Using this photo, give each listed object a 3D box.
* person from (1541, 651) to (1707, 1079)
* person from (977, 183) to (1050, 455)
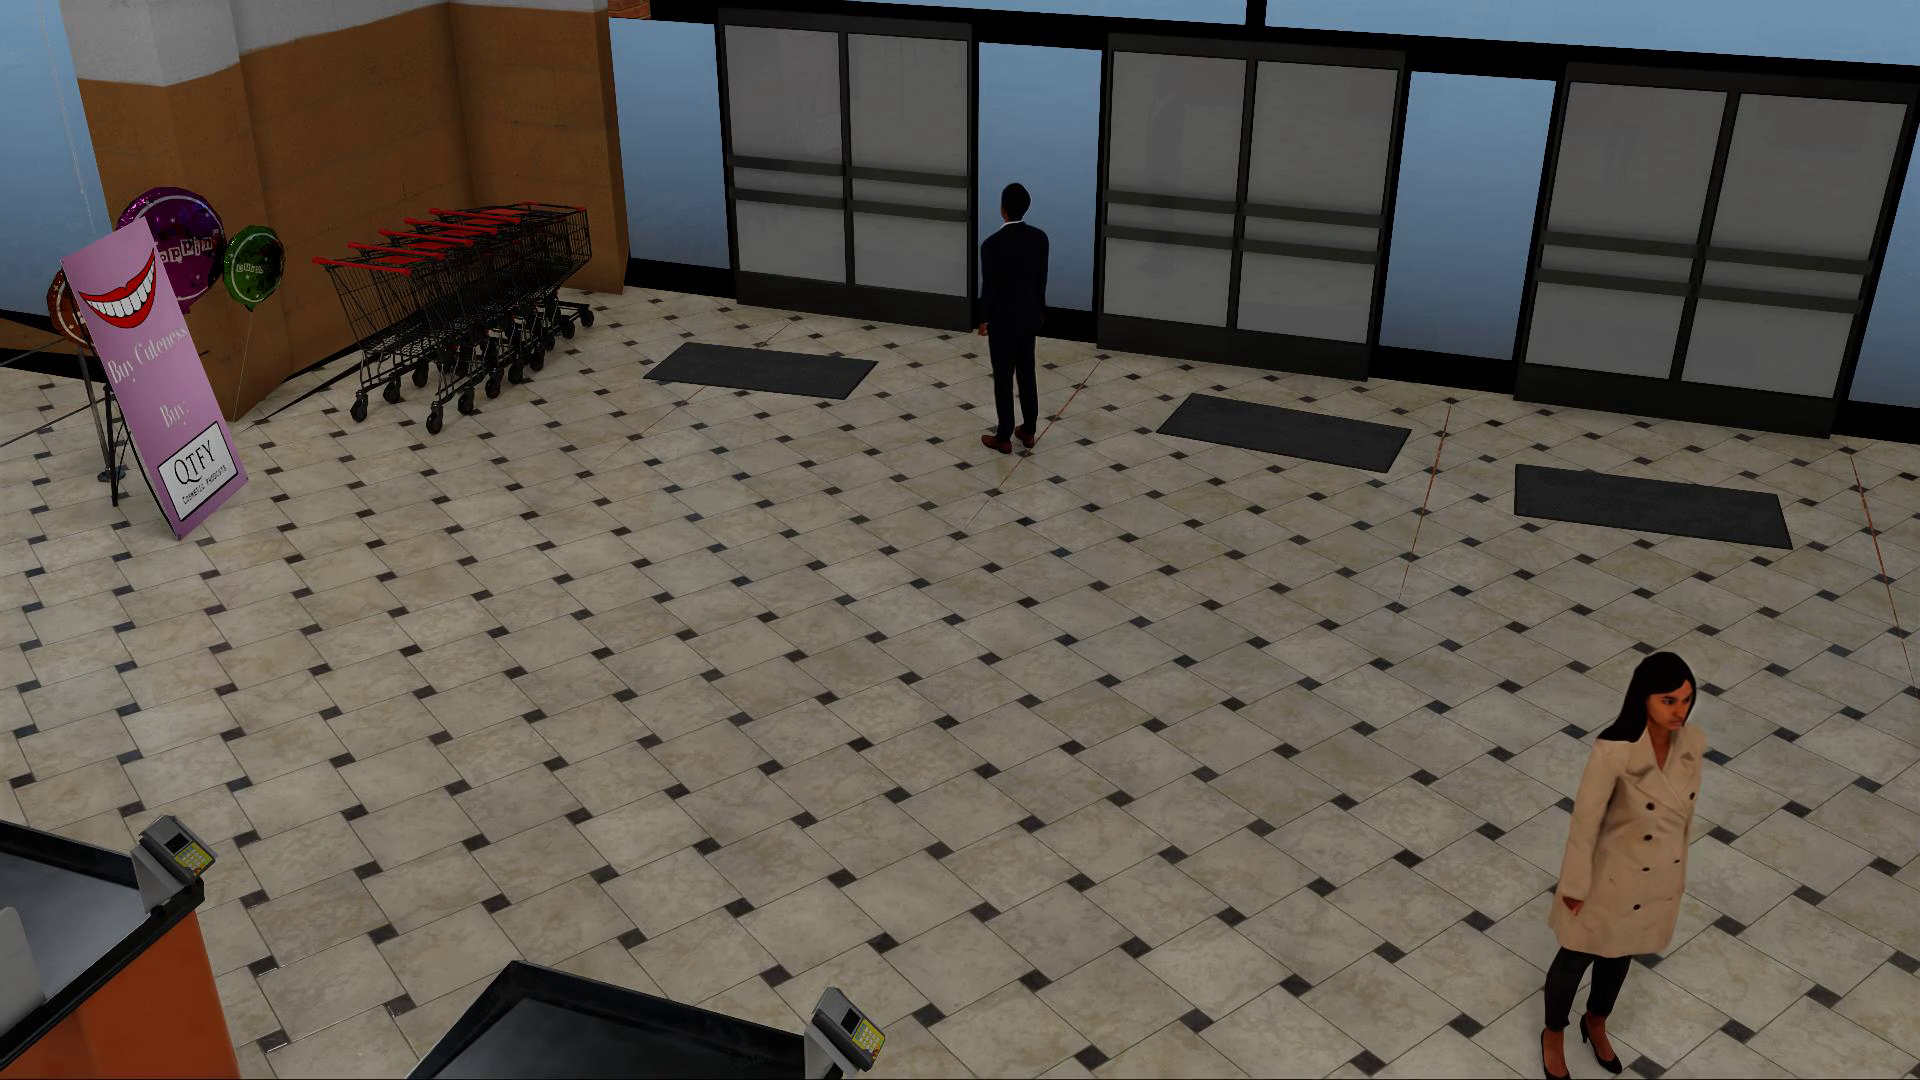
[{"bbox_3d":[2.214,1.116,5.577,0.708,1.682,0.731,-8,28,-15],"label":"person"},{"bbox_3d":[0.335,-1.384,10.456,0.680,1.726,0.768,-15,31,-28],"label":"person"}]
